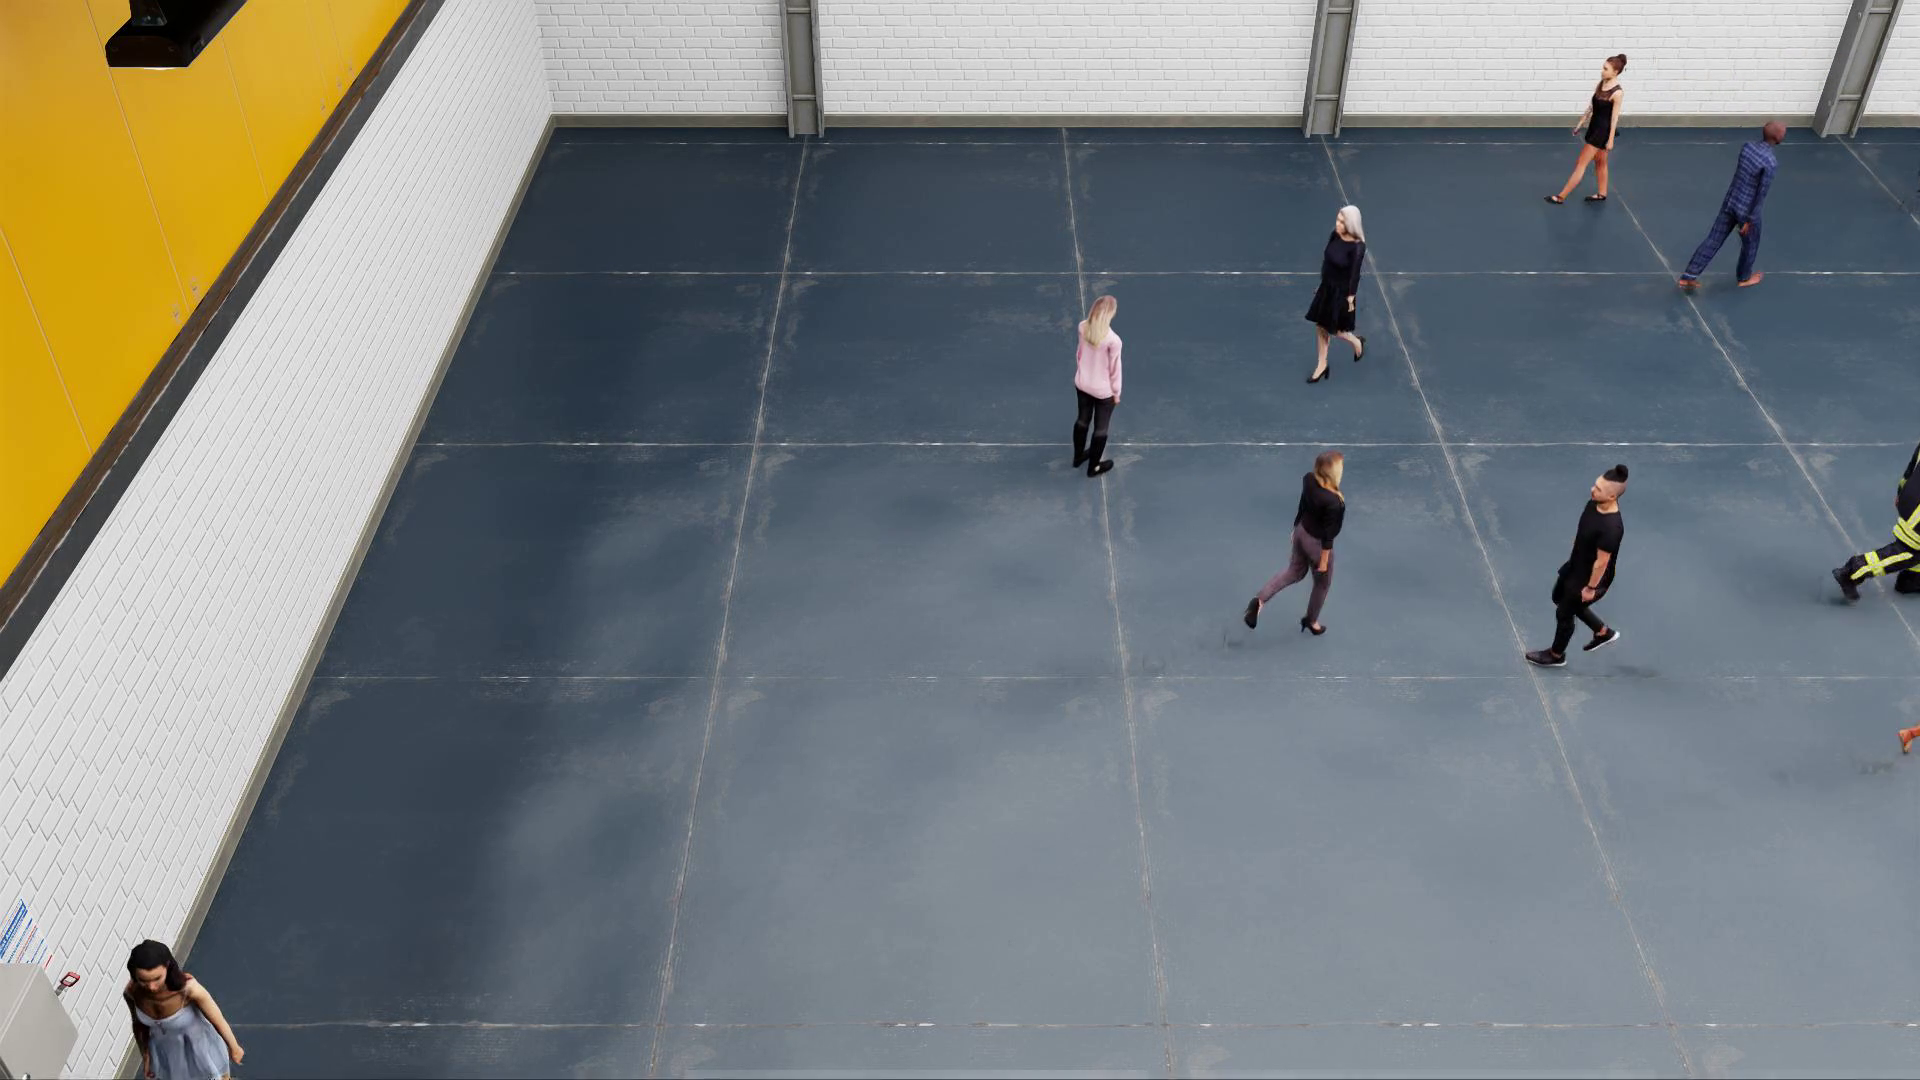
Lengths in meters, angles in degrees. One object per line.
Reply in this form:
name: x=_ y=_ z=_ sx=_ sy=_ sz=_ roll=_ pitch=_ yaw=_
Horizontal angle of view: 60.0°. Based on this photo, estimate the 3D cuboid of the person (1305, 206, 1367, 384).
person: x=3.418 y=-2.192 z=14.825 sx=0.971 sy=1.730 sz=0.832 roll=-17 pitch=42 yaw=-20

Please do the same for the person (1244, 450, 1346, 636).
person: x=2.465 y=0.081 z=12.043 sx=1.005 sy=1.650 sz=0.792 roll=-12 pitch=40 yaw=-15

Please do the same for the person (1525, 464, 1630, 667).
person: x=4.504 y=0.212 z=11.716 sx=0.894 sy=1.852 sz=0.770 roll=7 pitch=39 yaw=9

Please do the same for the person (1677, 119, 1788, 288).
person: x=7.457 y=-3.185 z=16.029 sx=1.247 sy=1.778 sz=0.960 roll=-15 pitch=41 yaw=-18

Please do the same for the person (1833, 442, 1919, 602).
person: x=7.132 y=-0.256 z=12.348 sx=1.150 sy=1.796 sz=0.765 roll=2 pitch=39 yaw=3

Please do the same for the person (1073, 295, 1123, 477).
person: x=1.111 y=-1.270 z=13.708 sx=0.691 sy=1.683 sz=0.751 roll=32 pitch=48 yaw=34

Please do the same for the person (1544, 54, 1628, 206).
person: x=6.827 y=-4.297 z=17.525 sx=0.992 sy=1.649 sz=0.656 roll=-4 pitch=39 yaw=-5

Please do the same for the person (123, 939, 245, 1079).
person: x=-4.015 y=2.645 z=8.778 sx=0.483 sy=1.718 sz=0.708 roll=5 pitch=39 yaw=6
